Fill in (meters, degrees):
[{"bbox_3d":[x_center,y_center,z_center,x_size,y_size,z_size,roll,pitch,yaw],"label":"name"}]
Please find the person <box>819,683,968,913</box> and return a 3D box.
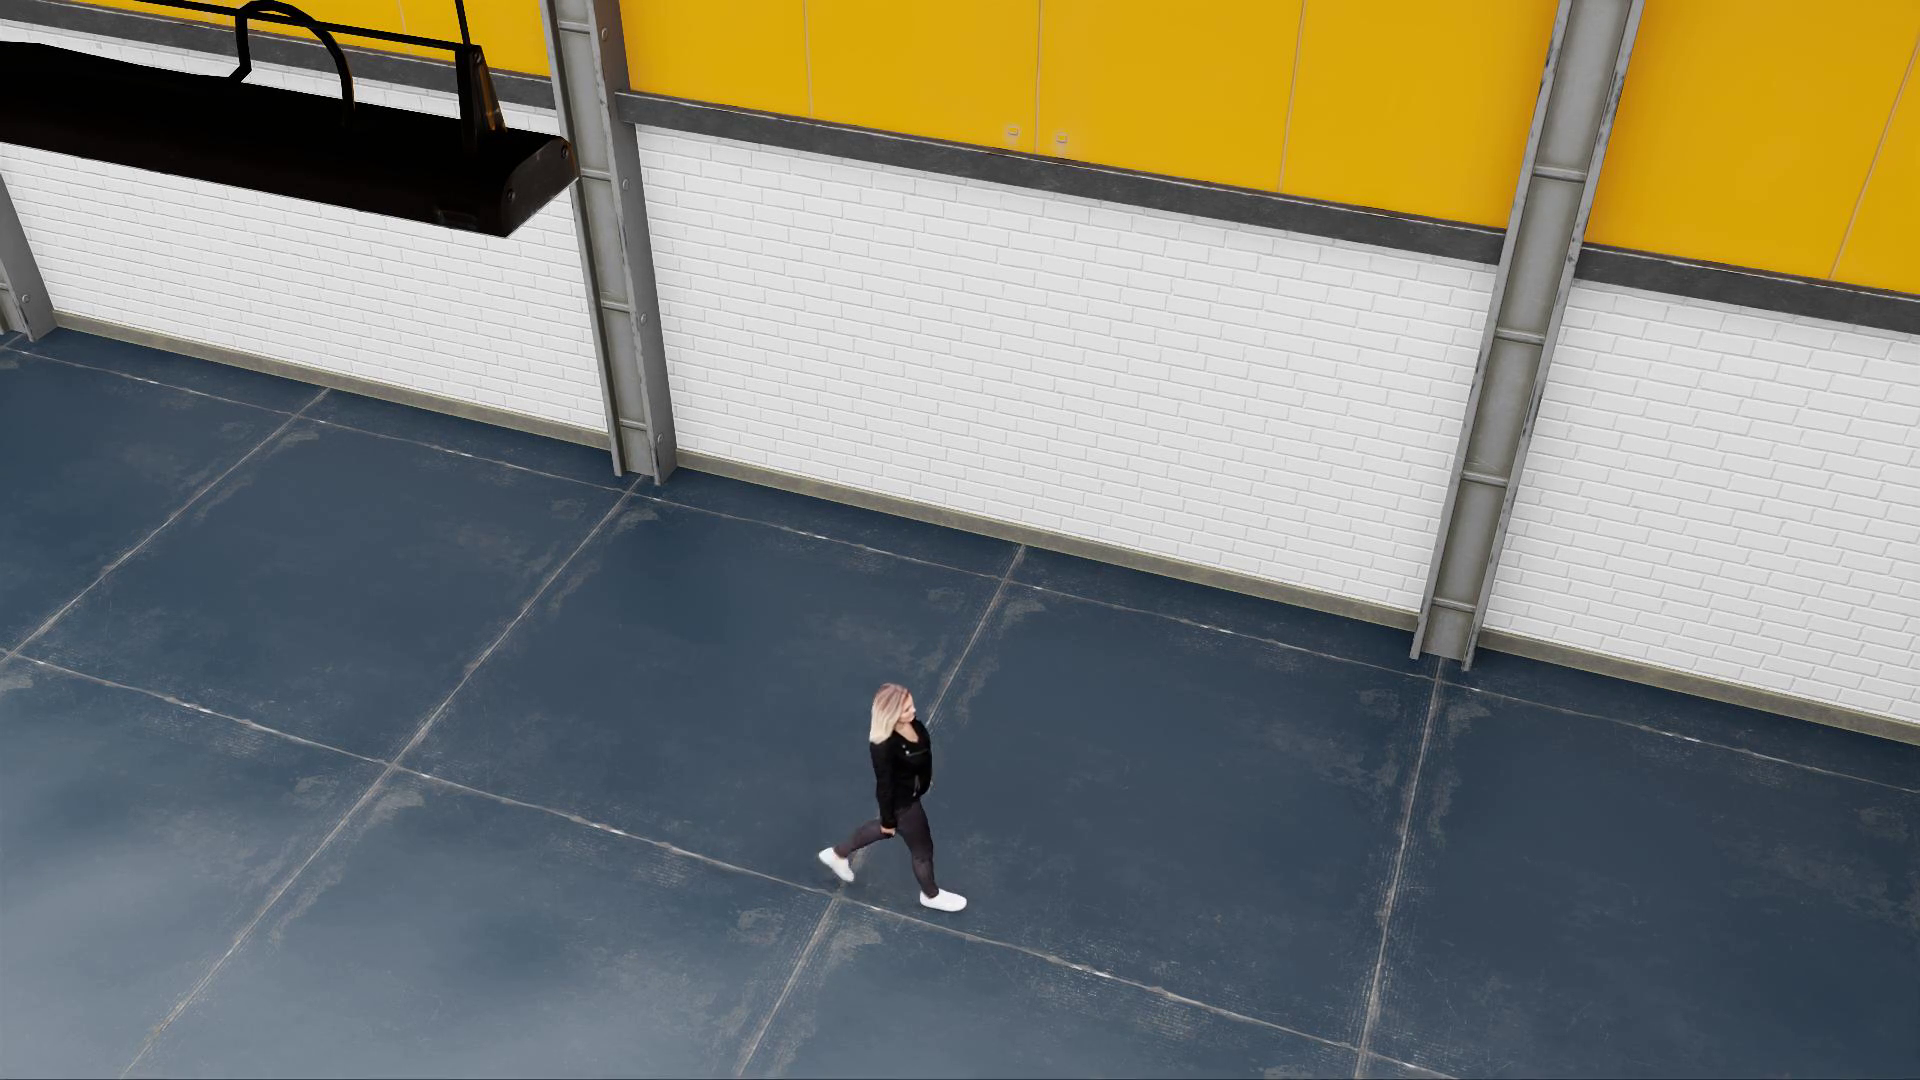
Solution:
[{"bbox_3d":[-0.404,1.382,9.011,1.134,1.660,0.758,5,39,7],"label":"person"}]
